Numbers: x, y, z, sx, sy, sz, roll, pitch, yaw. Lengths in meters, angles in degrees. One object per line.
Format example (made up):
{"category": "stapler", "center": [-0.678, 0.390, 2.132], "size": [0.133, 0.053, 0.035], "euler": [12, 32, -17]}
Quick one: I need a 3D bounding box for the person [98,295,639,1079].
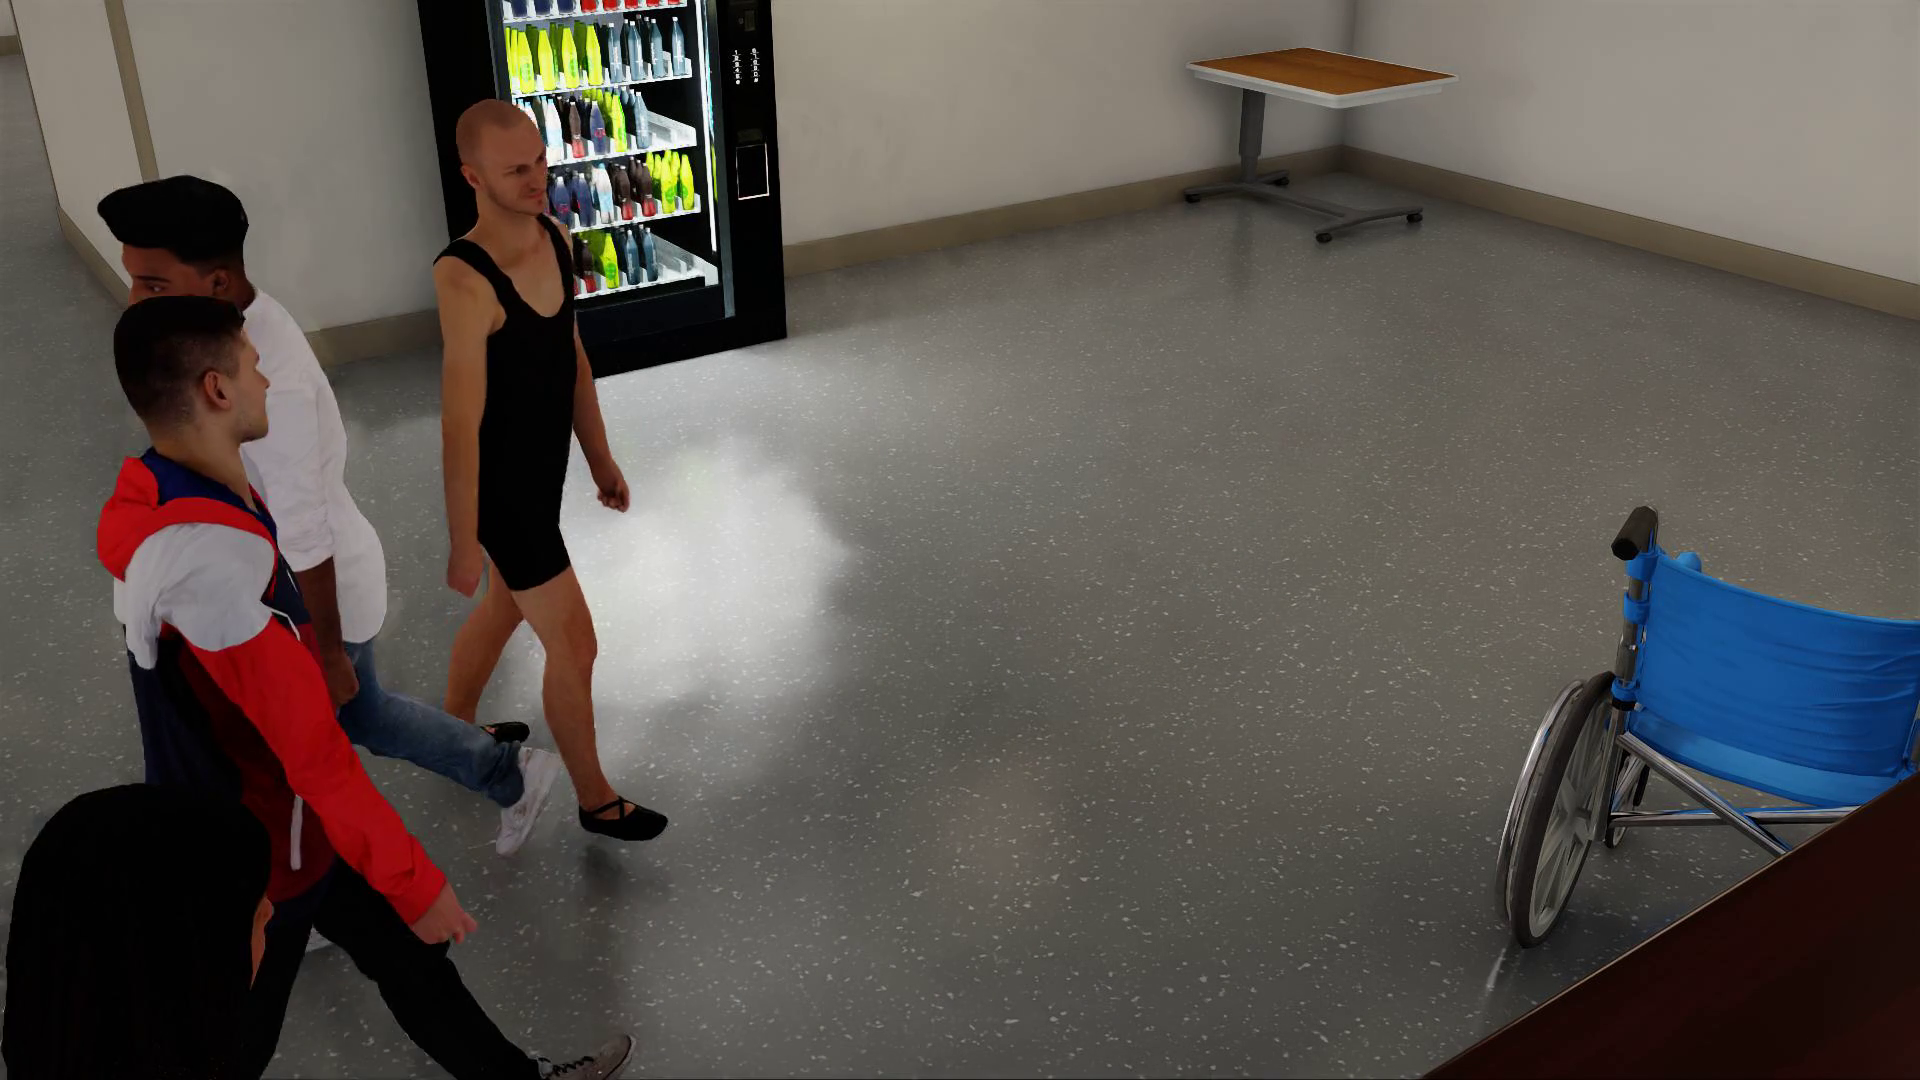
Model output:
{"category": "person", "center": [-1.213, 0.516, 2.652], "size": [1.205, 1.701, 0.883], "euler": [-8, 27, -16]}

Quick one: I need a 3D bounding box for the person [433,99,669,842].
{"category": "person", "center": [-1.092, -0.131, 3.902], "size": [1.086, 1.782, 1.016], "euler": [2, 26, 4]}

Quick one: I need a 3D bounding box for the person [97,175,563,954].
{"category": "person", "center": [-1.276, 0.095, 3.458], "size": [1.088, 1.759, 0.812], "euler": [-9, 27, -18]}
